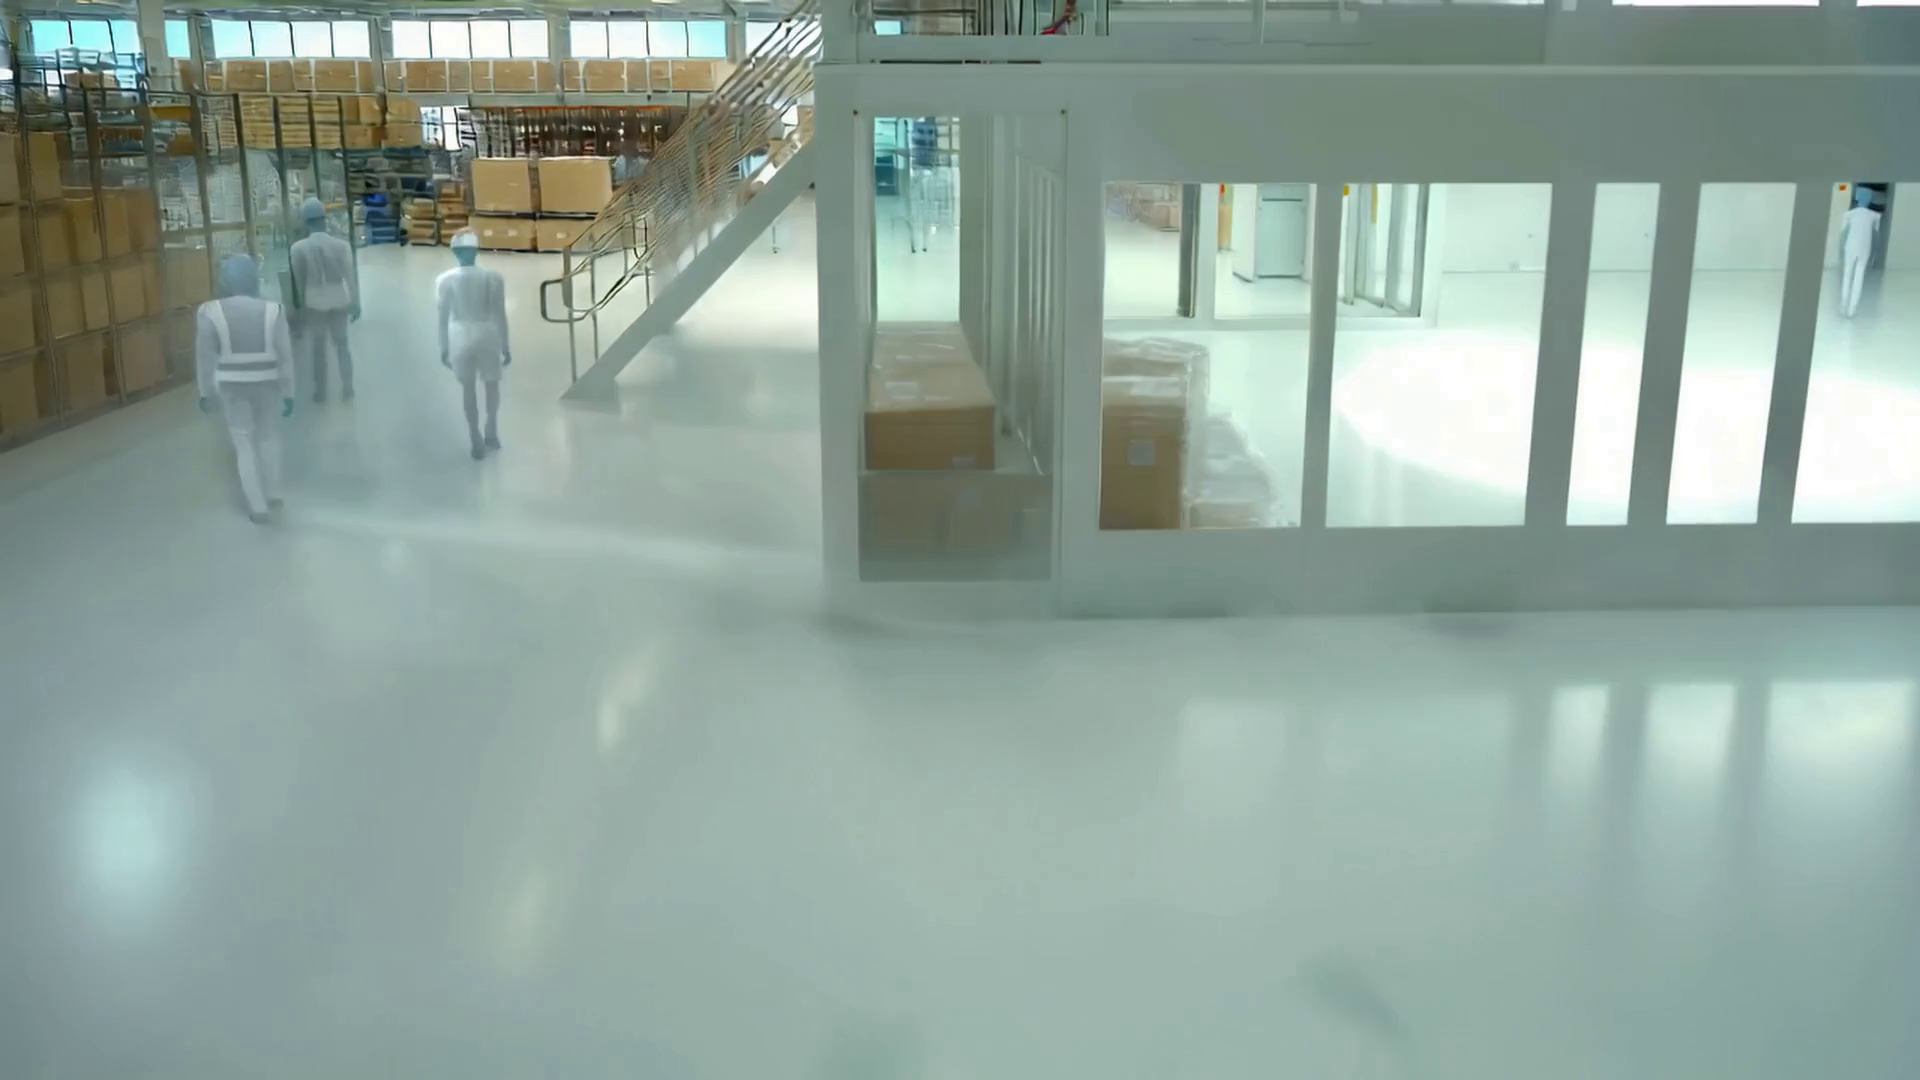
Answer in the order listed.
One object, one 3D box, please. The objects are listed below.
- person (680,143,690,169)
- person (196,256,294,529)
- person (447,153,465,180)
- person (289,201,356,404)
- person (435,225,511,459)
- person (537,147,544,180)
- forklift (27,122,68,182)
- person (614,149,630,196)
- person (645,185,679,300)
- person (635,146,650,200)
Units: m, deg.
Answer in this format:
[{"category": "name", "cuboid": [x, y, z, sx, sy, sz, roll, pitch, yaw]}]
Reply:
[{"category": "person", "cuboid": [-13.860, -19.223, 84.286, 0.591, 1.834, 0.404, -5, 15, -18]}, {"category": "person", "cuboid": [-4.991, -1.045, 11.607, 0.599, 1.851, 0.880, -9, 16, -31]}, {"category": "person", "cuboid": [-16.767, -11.961, 55.343, 0.611, 1.778, 0.928, -1, 14, -3]}, {"category": "person", "cuboid": [-6.317, -2.352, 16.535, 0.617, 1.992, 0.392, -10, 17, -36]}, {"category": "person", "cuboid": [-4.044, -1.642, 13.836, 0.578, 1.920, 0.530, -4, 15, -16]}, {"category": "person", "cuboid": [-18.598, -16.481, 73.501, 0.601, 1.737, 0.548, 1, 14, 6]}, {"category": "forklift", "cuboid": [-35.376, -14.773, 64.377, 1.129, 2.768, 1.873, -1, 14, -2]}, {"category": "person", "cuboid": [-12.775, -13.862, 62.895, 1.066, 1.833, 0.698, 8, 16, 28]}, {"category": "person", "cuboid": [-4.259, -4.160, 23.949, 0.606, 1.897, 0.595, 9, 17, 33]}, {"category": "person", "cuboid": [-11.191, -12.788, 58.255, 1.056, 1.988, 0.627, -5, 15, -19]}]
